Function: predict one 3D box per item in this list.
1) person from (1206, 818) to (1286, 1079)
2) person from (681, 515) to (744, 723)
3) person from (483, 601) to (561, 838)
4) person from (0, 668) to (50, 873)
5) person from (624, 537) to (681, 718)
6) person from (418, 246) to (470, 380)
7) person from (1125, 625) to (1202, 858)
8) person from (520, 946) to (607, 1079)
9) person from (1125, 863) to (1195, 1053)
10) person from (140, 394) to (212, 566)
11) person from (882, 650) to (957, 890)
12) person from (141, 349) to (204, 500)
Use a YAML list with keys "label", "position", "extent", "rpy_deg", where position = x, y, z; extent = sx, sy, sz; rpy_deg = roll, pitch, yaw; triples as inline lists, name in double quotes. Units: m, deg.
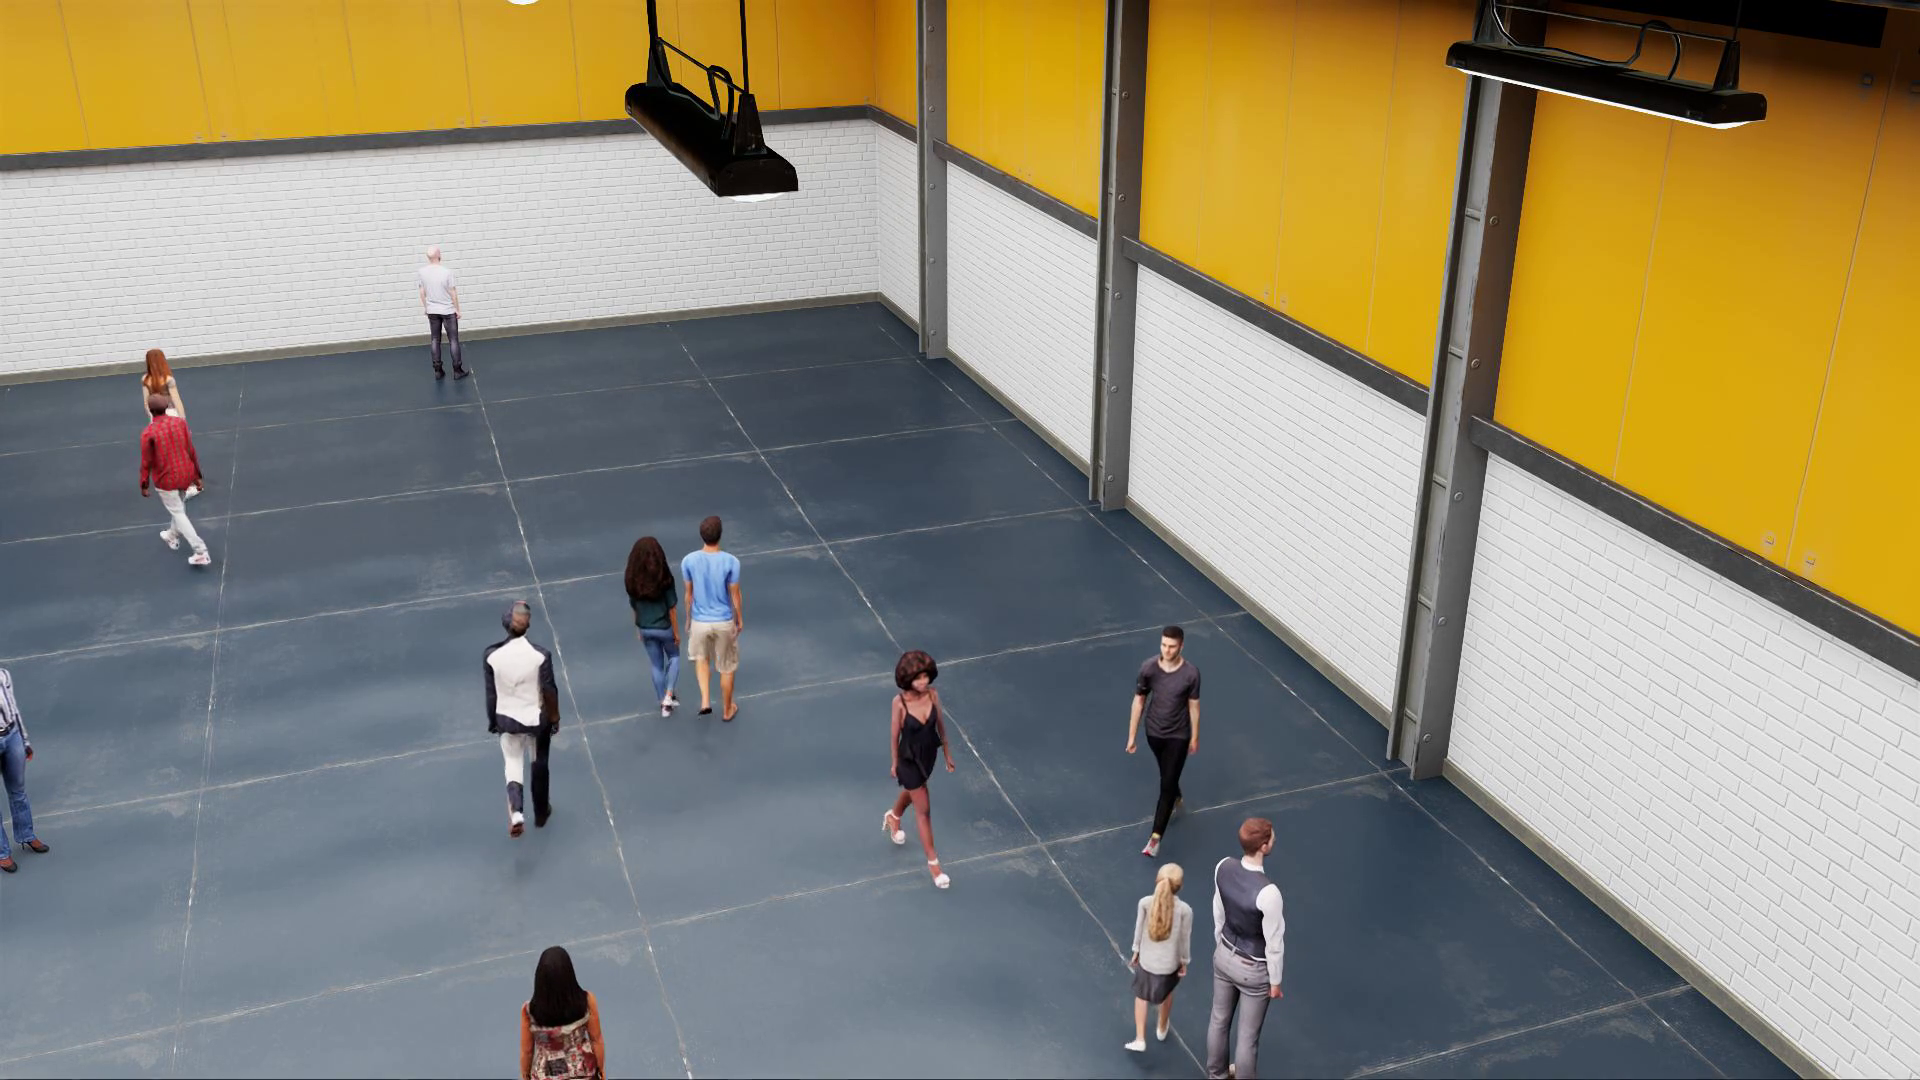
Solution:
- label: "person"
  position: [1.665, 2.466, 9.730]
  extent: [0.778, 1.944, 0.607]
  rpy_deg: [-16, 28, -33]
- label: "person"
  position: [-2.066, 0.710, 13.861]
  extent: [0.779, 1.853, 0.827]
  rpy_deg: [0, 24, -1]
- label: "person"
  position: [-3.249, 1.370, 12.311]
  extent: [0.845, 1.883, 1.004]
  rpy_deg: [-2, 24, -4]
- label: "person"
  position: [-6.981, 1.536, 12.045]
  extent: [0.767, 1.794, 0.705]
  rpy_deg: [10, 26, 22]
- label: "person"
  position: [-2.587, 0.780, 14.016]
  extent: [0.688, 1.599, 0.704]
  rpy_deg: [2, 24, 5]
- label: "person"
  position: [-7.050, -3.095, 22.591]
  extent: [0.751, 1.832, 0.737]
  rpy_deg: [2, 24, 5]
- label: "person"
  position: [1.574, 1.417, 12.420]
  extent: [1.155, 1.711, 1.220]
  rpy_deg: [10, 26, 22]
- label: "person"
  position: [-2.140, 2.956, 9.010]
  extent: [0.649, 1.622, 1.022]
  rpy_deg: [-9, 25, -20]
- label: "person"
  position: [1.225, 2.606, 10.269]
  extent: [0.700, 1.255, 0.793]
  rpy_deg: [3, 24, 8]
- label: "person"
  position: [-7.955, -0.581, 16.912]
  extent: [1.321, 1.774, 1.149]
  rpy_deg: [16, 28, 32]
- label: "person"
  position: [-0.356, 1.577, 12.013]
  extent: [0.806, 1.743, 1.139]
  rpy_deg: [-18, 29, -35]
- label: "person"
  position: [-8.884, -1.307, 18.635]
  extent: [0.672, 1.724, 0.674]
  rpy_deg: [4, 24, 9]
